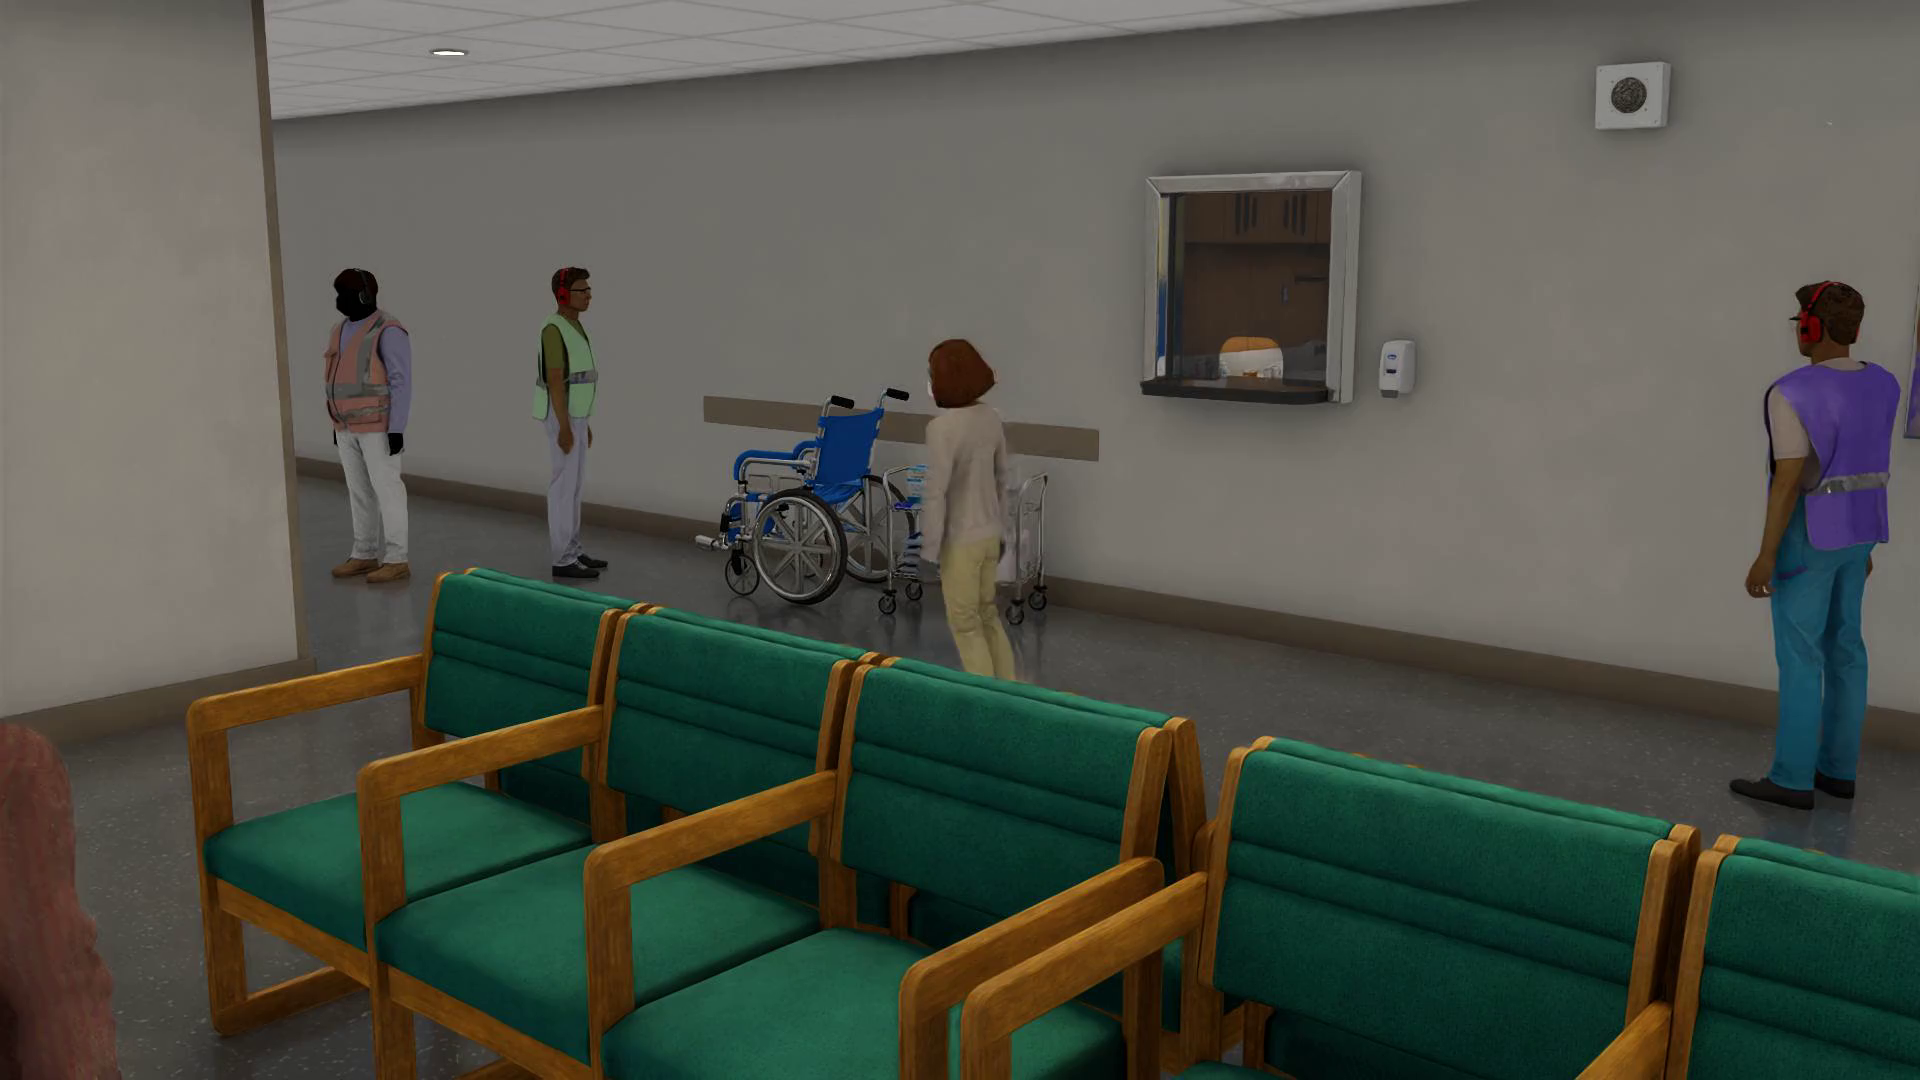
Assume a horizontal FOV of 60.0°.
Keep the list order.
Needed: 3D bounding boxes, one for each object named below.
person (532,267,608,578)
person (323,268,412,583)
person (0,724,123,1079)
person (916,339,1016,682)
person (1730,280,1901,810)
[{"bbox_3d":[-2.352,-0.705,9.981,0.392,1.847,0.563,0,10,0],"label":"person"},{"bbox_3d":[-3.499,-0.669,9.795,0.636,1.842,0.429,7,12,35],"label":"person"},{"bbox_3d":[-1.214,0.763,2.000,0.591,1.705,0.814,-1,10,-5],"label":"person"},{"bbox_3d":[0.033,0.009,6.595,0.307,1.611,0.562,6,11,29],"label":"person"},{"bbox_3d":[3.011,0.029,5.815,0.564,1.842,0.389,-5,11,-24],"label":"person"}]
